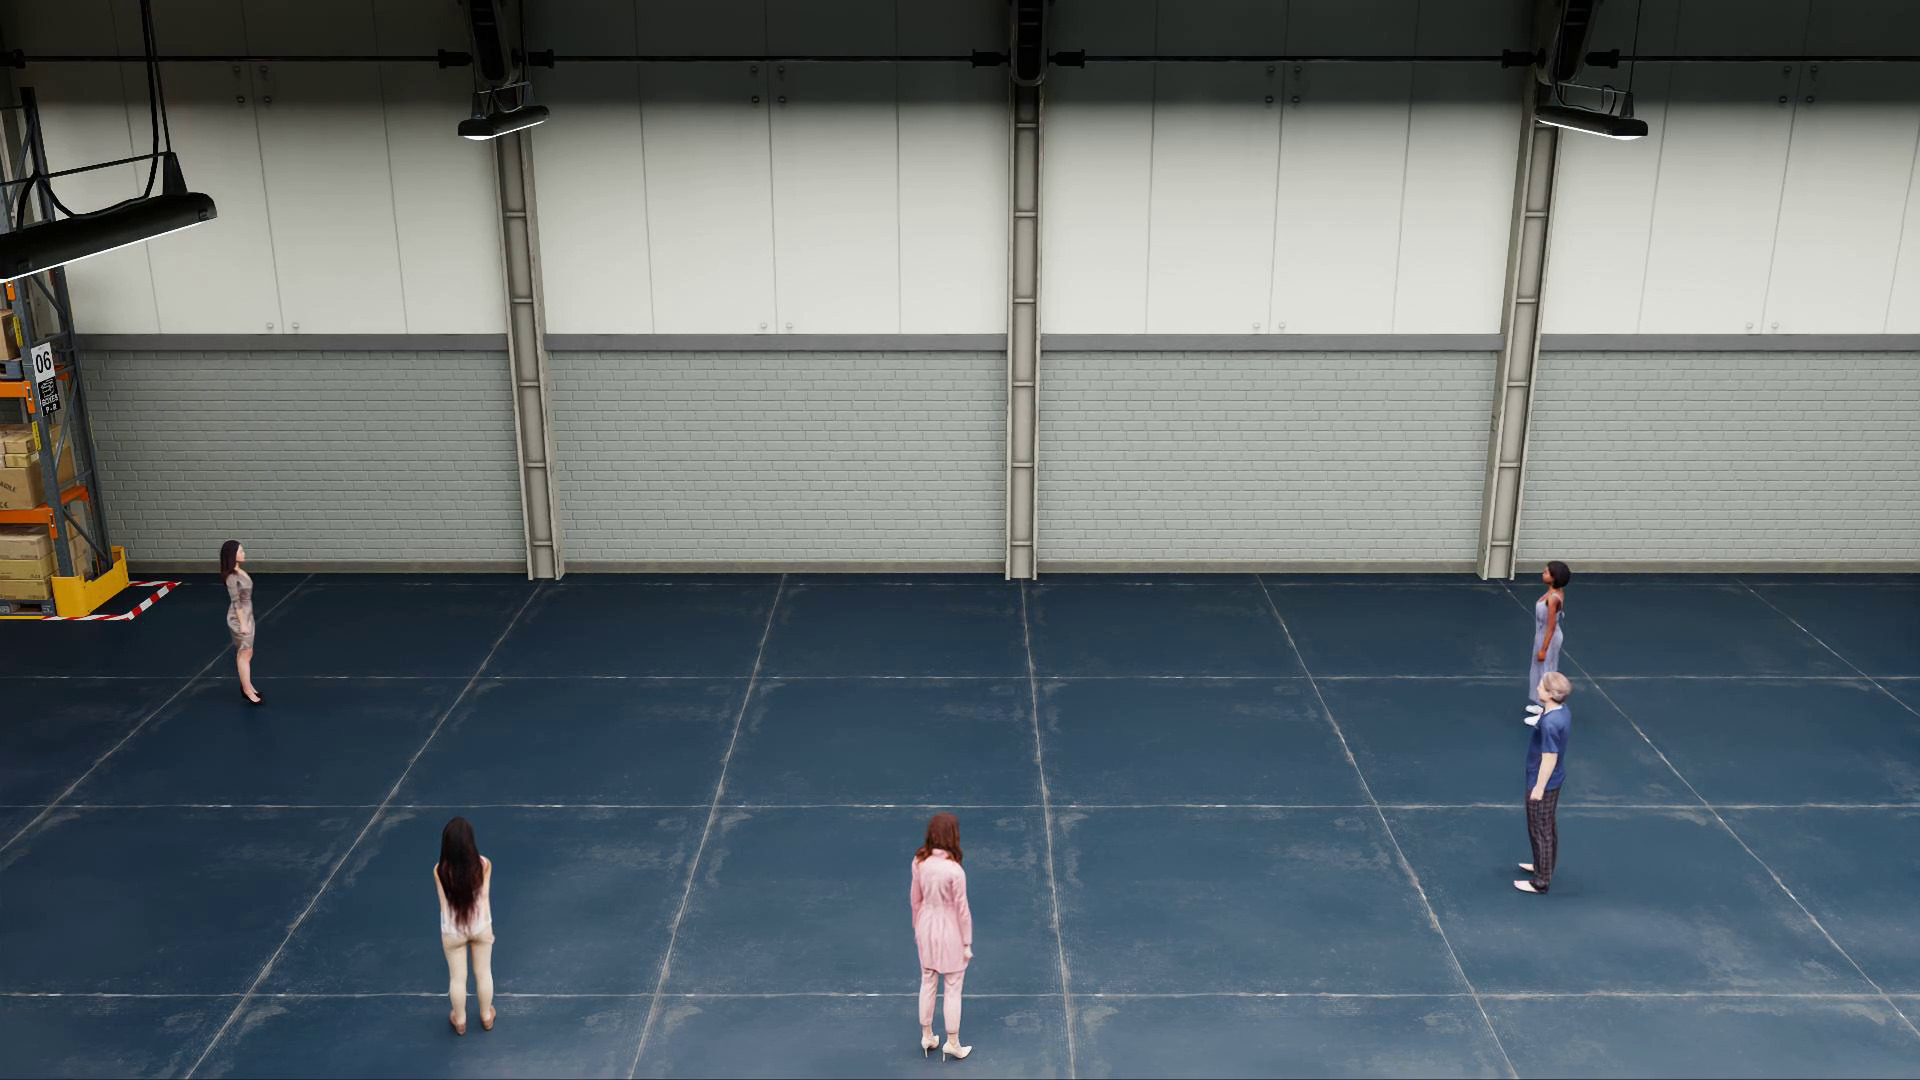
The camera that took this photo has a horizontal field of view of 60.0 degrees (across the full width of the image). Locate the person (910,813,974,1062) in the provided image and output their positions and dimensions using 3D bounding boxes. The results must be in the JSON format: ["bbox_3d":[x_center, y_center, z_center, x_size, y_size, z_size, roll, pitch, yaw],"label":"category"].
[{"bbox_3d":[-0.137,2.693,11.240,0.651,1.802,0.753,12,21,32],"label":"person"}]

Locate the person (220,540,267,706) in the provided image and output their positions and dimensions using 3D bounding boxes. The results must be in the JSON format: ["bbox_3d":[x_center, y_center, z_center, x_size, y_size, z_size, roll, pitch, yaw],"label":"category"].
[{"bbox_3d":[-7.365,0.835,17.035,0.637,1.747,0.655,-8,20,-22],"label":"person"}]

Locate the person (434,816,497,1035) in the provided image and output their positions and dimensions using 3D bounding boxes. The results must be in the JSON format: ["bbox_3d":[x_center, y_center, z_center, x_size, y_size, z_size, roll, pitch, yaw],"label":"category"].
[{"bbox_3d":[-3.412,2.681,11.517,0.634,1.652,0.690,-16,24,-40],"label":"person"}]

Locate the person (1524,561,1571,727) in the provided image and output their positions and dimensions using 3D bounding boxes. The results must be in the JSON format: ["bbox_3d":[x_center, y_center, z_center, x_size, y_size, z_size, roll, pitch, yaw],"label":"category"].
[{"bbox_3d":[5.861,1.016,16.561,0.626,1.695,0.646,7,19,21],"label":"person"}]

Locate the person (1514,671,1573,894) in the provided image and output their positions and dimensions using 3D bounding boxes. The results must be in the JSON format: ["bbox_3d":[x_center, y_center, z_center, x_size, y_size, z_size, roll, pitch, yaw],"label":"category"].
[{"bbox_3d":[4.733,1.939,13.443,0.716,1.871,0.738,9,20,26],"label":"person"}]
